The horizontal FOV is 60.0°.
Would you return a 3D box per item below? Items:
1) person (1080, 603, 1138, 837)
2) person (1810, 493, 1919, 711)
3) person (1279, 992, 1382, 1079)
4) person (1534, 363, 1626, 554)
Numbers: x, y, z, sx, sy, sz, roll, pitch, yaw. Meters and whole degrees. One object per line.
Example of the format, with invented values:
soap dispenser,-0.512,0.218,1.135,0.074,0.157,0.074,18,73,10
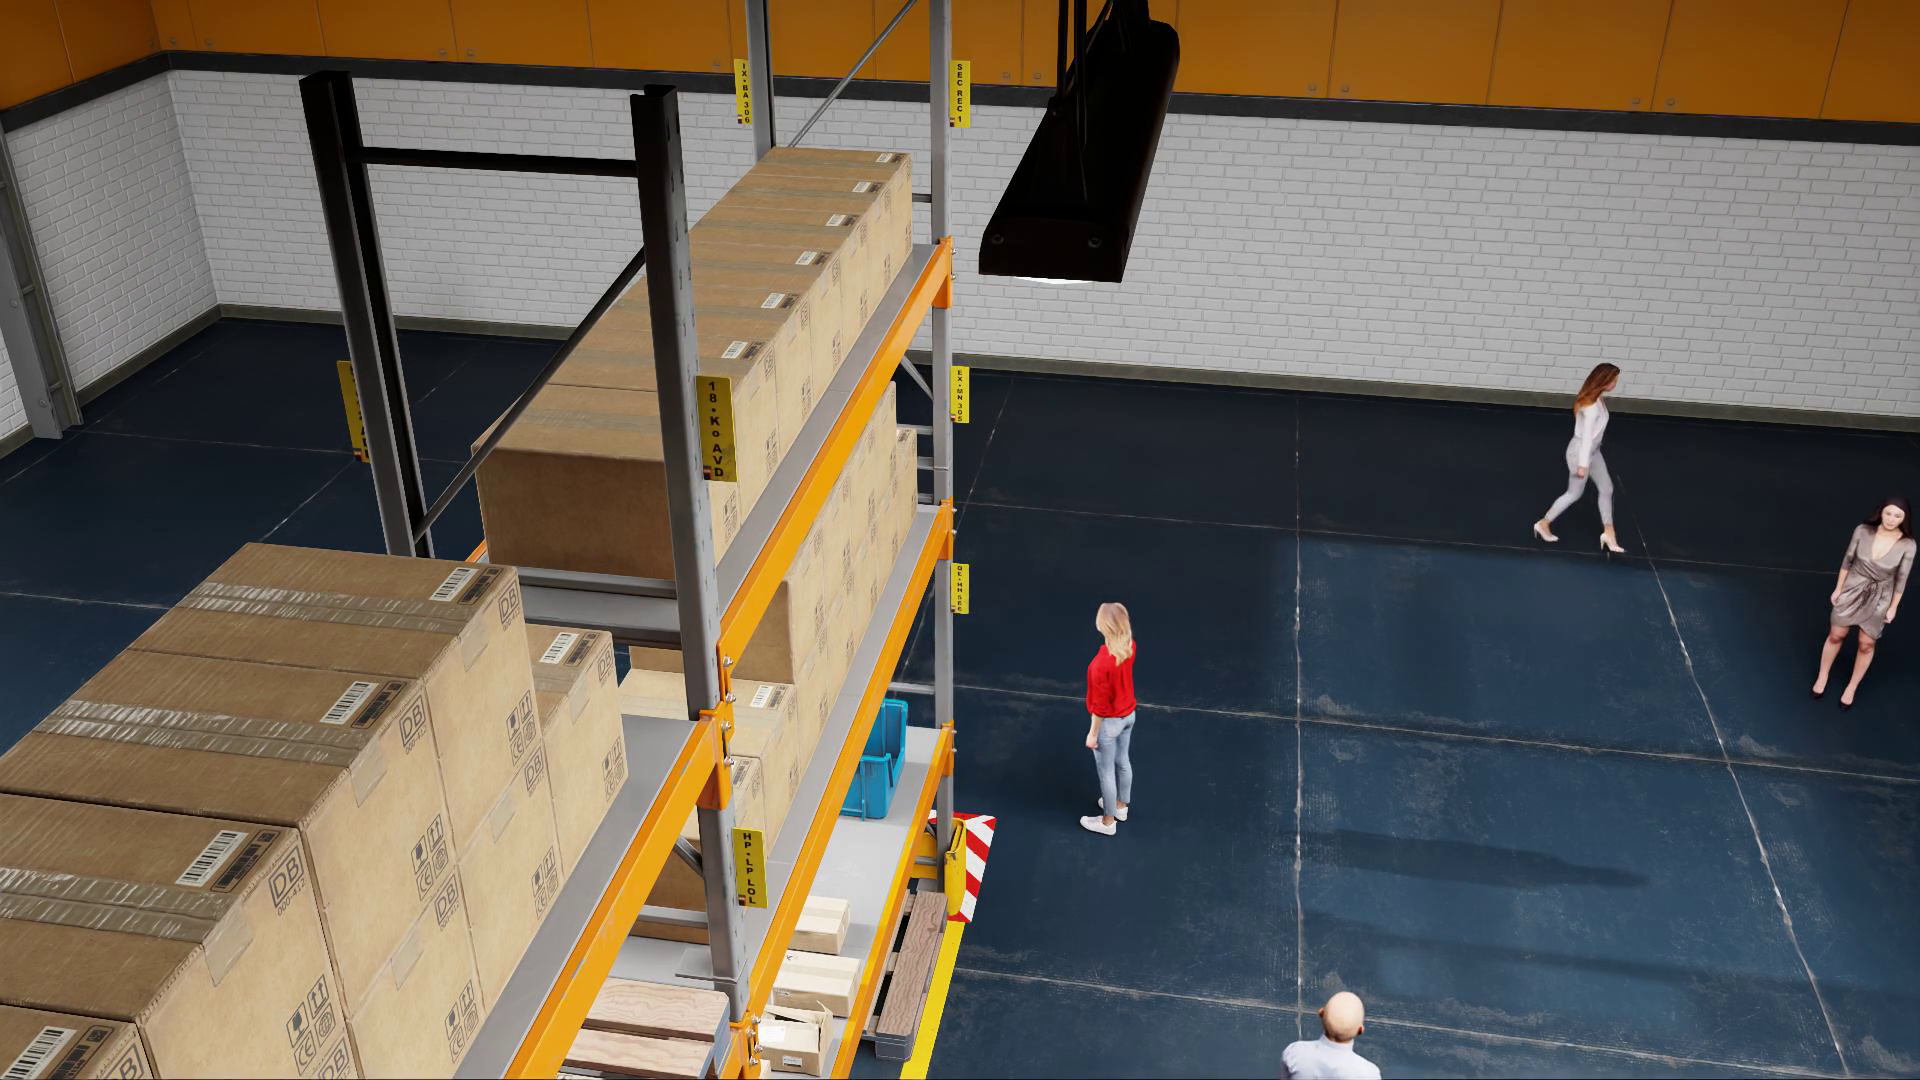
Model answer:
person,0.986,1.159,10.768,0.747,1.704,0.612,20,34,32
person,6.563,0.430,12.061,0.663,1.745,0.670,22,35,34
person,1.673,2.799,7.671,0.683,1.791,0.631,11,31,20
person,5.289,-0.618,14.042,0.847,1.688,1.002,13,31,23
